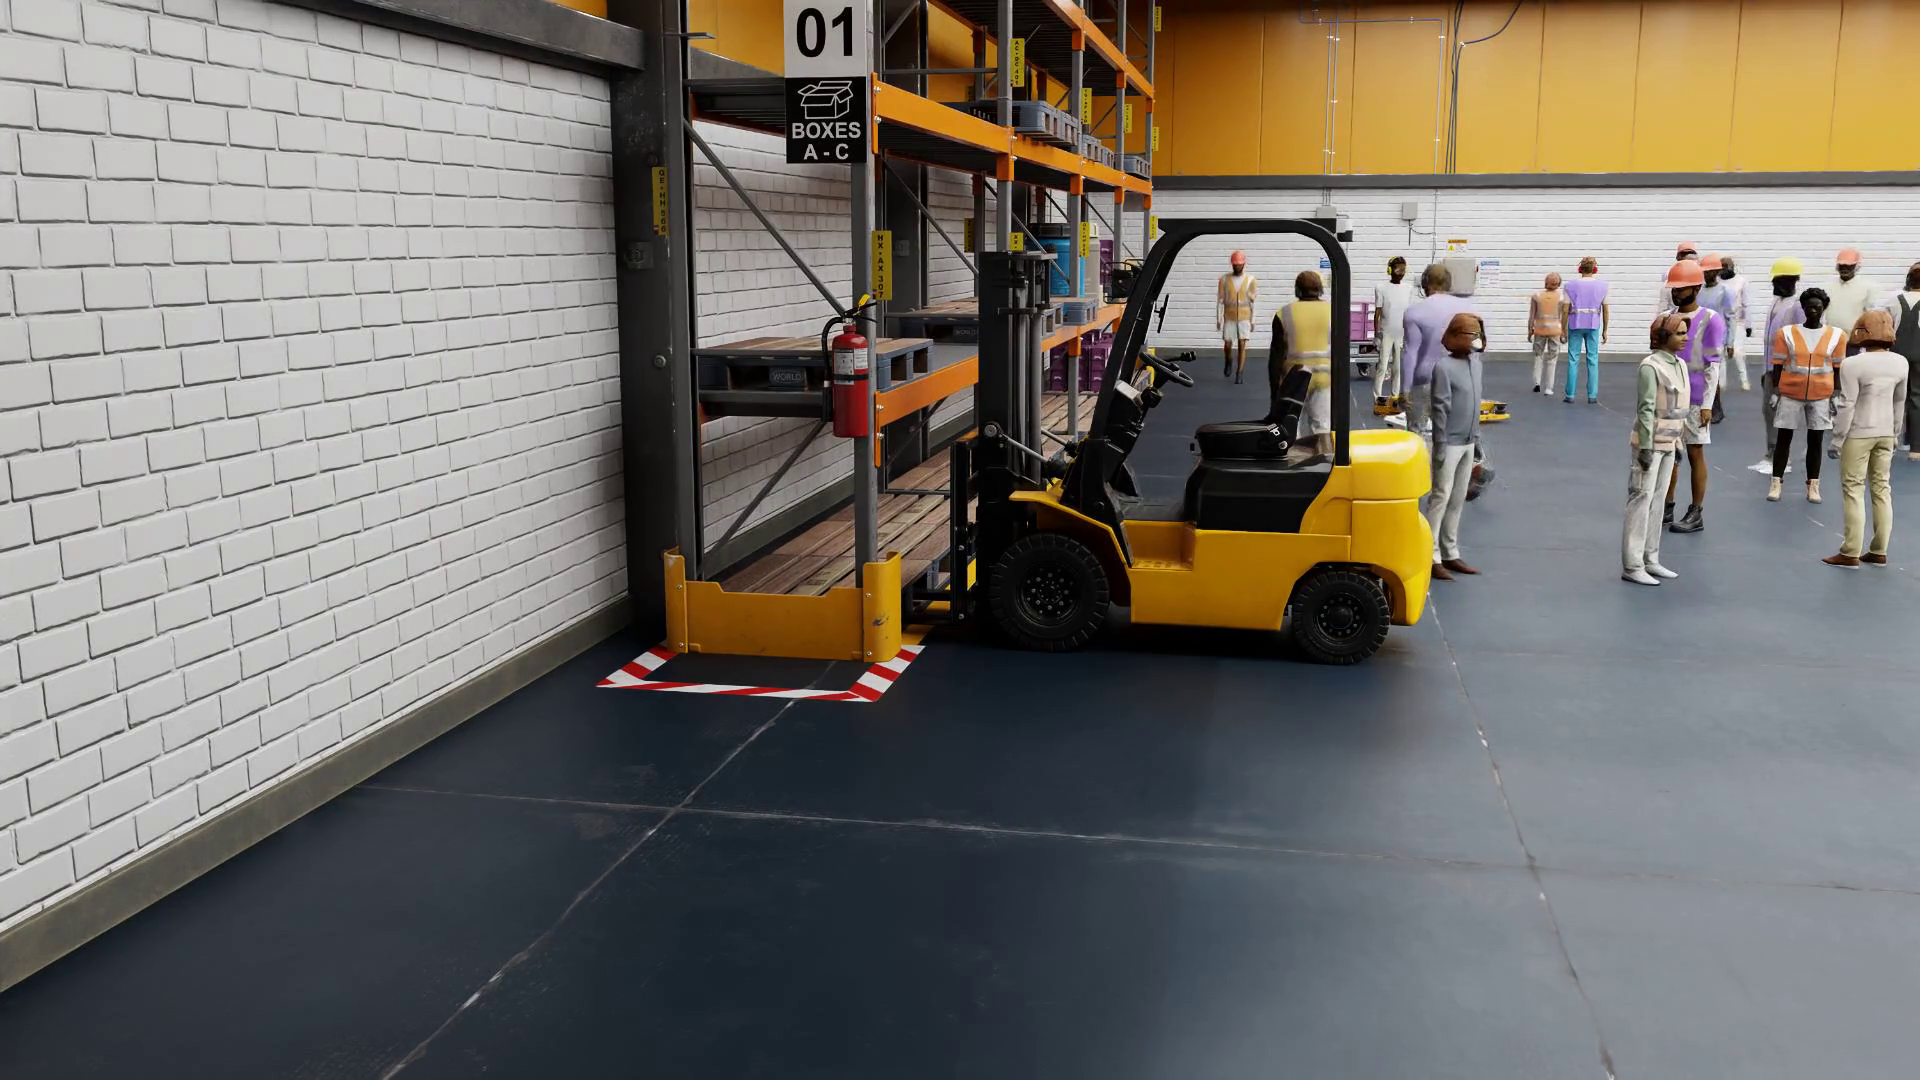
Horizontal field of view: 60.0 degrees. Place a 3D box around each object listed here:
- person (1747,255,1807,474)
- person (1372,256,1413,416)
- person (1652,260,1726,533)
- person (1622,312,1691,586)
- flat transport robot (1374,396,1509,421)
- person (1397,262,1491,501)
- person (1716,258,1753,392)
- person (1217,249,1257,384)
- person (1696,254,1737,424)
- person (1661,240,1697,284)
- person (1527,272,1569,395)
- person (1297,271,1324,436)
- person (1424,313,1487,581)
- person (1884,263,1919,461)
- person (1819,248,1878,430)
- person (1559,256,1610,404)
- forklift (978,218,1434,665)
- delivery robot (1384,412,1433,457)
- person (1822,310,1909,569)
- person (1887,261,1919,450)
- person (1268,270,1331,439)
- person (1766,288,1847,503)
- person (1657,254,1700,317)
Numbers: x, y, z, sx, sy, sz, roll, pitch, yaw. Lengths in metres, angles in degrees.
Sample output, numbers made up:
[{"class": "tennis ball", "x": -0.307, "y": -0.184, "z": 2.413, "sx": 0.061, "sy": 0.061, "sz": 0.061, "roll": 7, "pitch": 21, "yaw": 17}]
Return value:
[{"class": "person", "x": 7.262, "y": -1.541, "z": 14.713, "sx": 0.372, "sy": 1.927, "sz": 0.589, "roll": 0, "pitch": 10, "yaw": -1}, {"class": "person", "x": 5.080, "y": -2.387, "z": 19.506, "sx": 0.510, "sy": 1.871, "sz": 0.328, "roll": -3, "pitch": 11, "yaw": -17}, {"class": "person", "x": 5.114, "y": -1.010, "z": 11.814, "sx": 0.396, "sy": 1.929, "sz": 0.539, "roll": -6, "pitch": 12, "yaw": -32}, {"class": "person", "x": 4.235, "y": -0.556, "z": 10.091, "sx": 0.515, "sy": 1.641, "sz": 0.314, "roll": -10, "pitch": 14, "yaw": -44}, {"class": "flat transport robot", "x": 5.547, "y": -1.532, "z": 19.201, "sx": 0.652, "sy": 0.197, "sz": 1.431, "roll": -7, "pitch": 12, "yaw": -33}, {"class": "person", "x": 3.797, "y": -1.225, "z": 13.064, "sx": 0.660, "sy": 1.907, "sz": 0.826, "roll": -3, "pitch": 11, "yaw": -18}, {"class": "person", "x": 10.365, "y": -2.888, "z": 22.460, "sx": 0.480, "sy": 1.815, "sz": 0.705, "roll": -7, "pitch": 12, "yaw": -33}, {"class": "person", "x": 3.956, "y": -3.188, "z": 23.777, "sx": 0.558, "sy": 1.917, "sz": 0.627, "roll": 2, "pitch": 10, "yaw": 9}, {"class": "person", "x": 8.408, "y": -2.238, "z": 18.613, "sx": 0.587, "sy": 1.900, "sz": 0.550, "roll": -4, "pitch": 11, "yaw": -23}, {"class": "person", "x": 9.744, "y": -3.007, "z": 22.440, "sx": 0.607, "sy": 2.039, "sz": 0.380, "roll": 3, "pitch": 11, "yaw": 14}, {"class": "person", "x": 7.810, "y": -2.729, "z": 22.047, "sx": 0.537, "sy": 1.623, "sz": 0.385, "roll": 5, "pitch": 12, "yaw": 28}, {"class": "person", "x": 3.340, "y": -1.675, "z": 15.873, "sx": 0.525, "sy": 1.772, "sz": 0.309, "roll": 2, "pitch": 11, "yaw": 11}, {"class": "person", "x": 3.046, "y": -0.575, "z": 10.213, "sx": 0.507, "sy": 1.632, "sz": 0.265, "roll": -10, "pitch": 14, "yaw": -44}, {"class": "person", "x": 8.922, "y": -1.666, "z": 15.612, "sx": 0.518, "sy": 1.844, "sz": 0.329, "roll": 9, "pitch": 14, "yaw": 42}, {"class": "person", "x": 9.517, "y": -2.169, "z": 18.050, "sx": 0.938, "sy": 1.955, "sz": 0.653, "roll": -10, "pitch": 14, "yaw": -44}, {"class": "person", "x": 7.848, "y": -2.631, "z": 20.911, "sx": 0.570, "sy": 1.840, "sz": 0.372, "roll": 2, "pitch": 11, "yaw": 12}, {"class": "forklift", "x": 1.285, "y": -0.567, "z": 8.635, "sx": 2.313, "sy": 2.155, "sz": 1.214, "roll": 2, "pitch": 11, "yaw": 11}, {"class": "delivery robot", "x": 4.160, "y": -1.010, "z": 15.302, "sx": 0.477, "sy": 0.478, "sz": 0.707, "roll": -1, "pitch": 10, "yaw": -4}, {"class": "person", "x": 5.732, "y": -0.632, "z": 10.525, "sx": 0.507, "sy": 1.631, "sz": 0.266, "roll": -3, "pitch": 11, "yaw": -15}, {"class": "person", "x": 9.316, "y": -1.787, "z": 16.218, "sx": 0.527, "sy": 1.873, "sz": 0.637, "roll": -2, "pitch": 11, "yaw": -11}, {"class": "person", "x": 2.810, "y": -1.260, "z": 13.453, "sx": 0.642, "sy": 1.820, "sz": 0.566, "roll": 1, "pitch": 10, "yaw": 6}, {"class": "person", "x": 6.669, "y": -1.136, "z": 13.121, "sx": 0.532, "sy": 1.696, "sz": 0.319, "roll": 4, "pitch": 11, "yaw": 22}, {"class": "person", "x": 8.719, "y": -2.477, "z": 19.960, "sx": 0.651, "sy": 1.886, "sz": 0.412, "roll": 3, "pitch": 11, "yaw": 16}]
